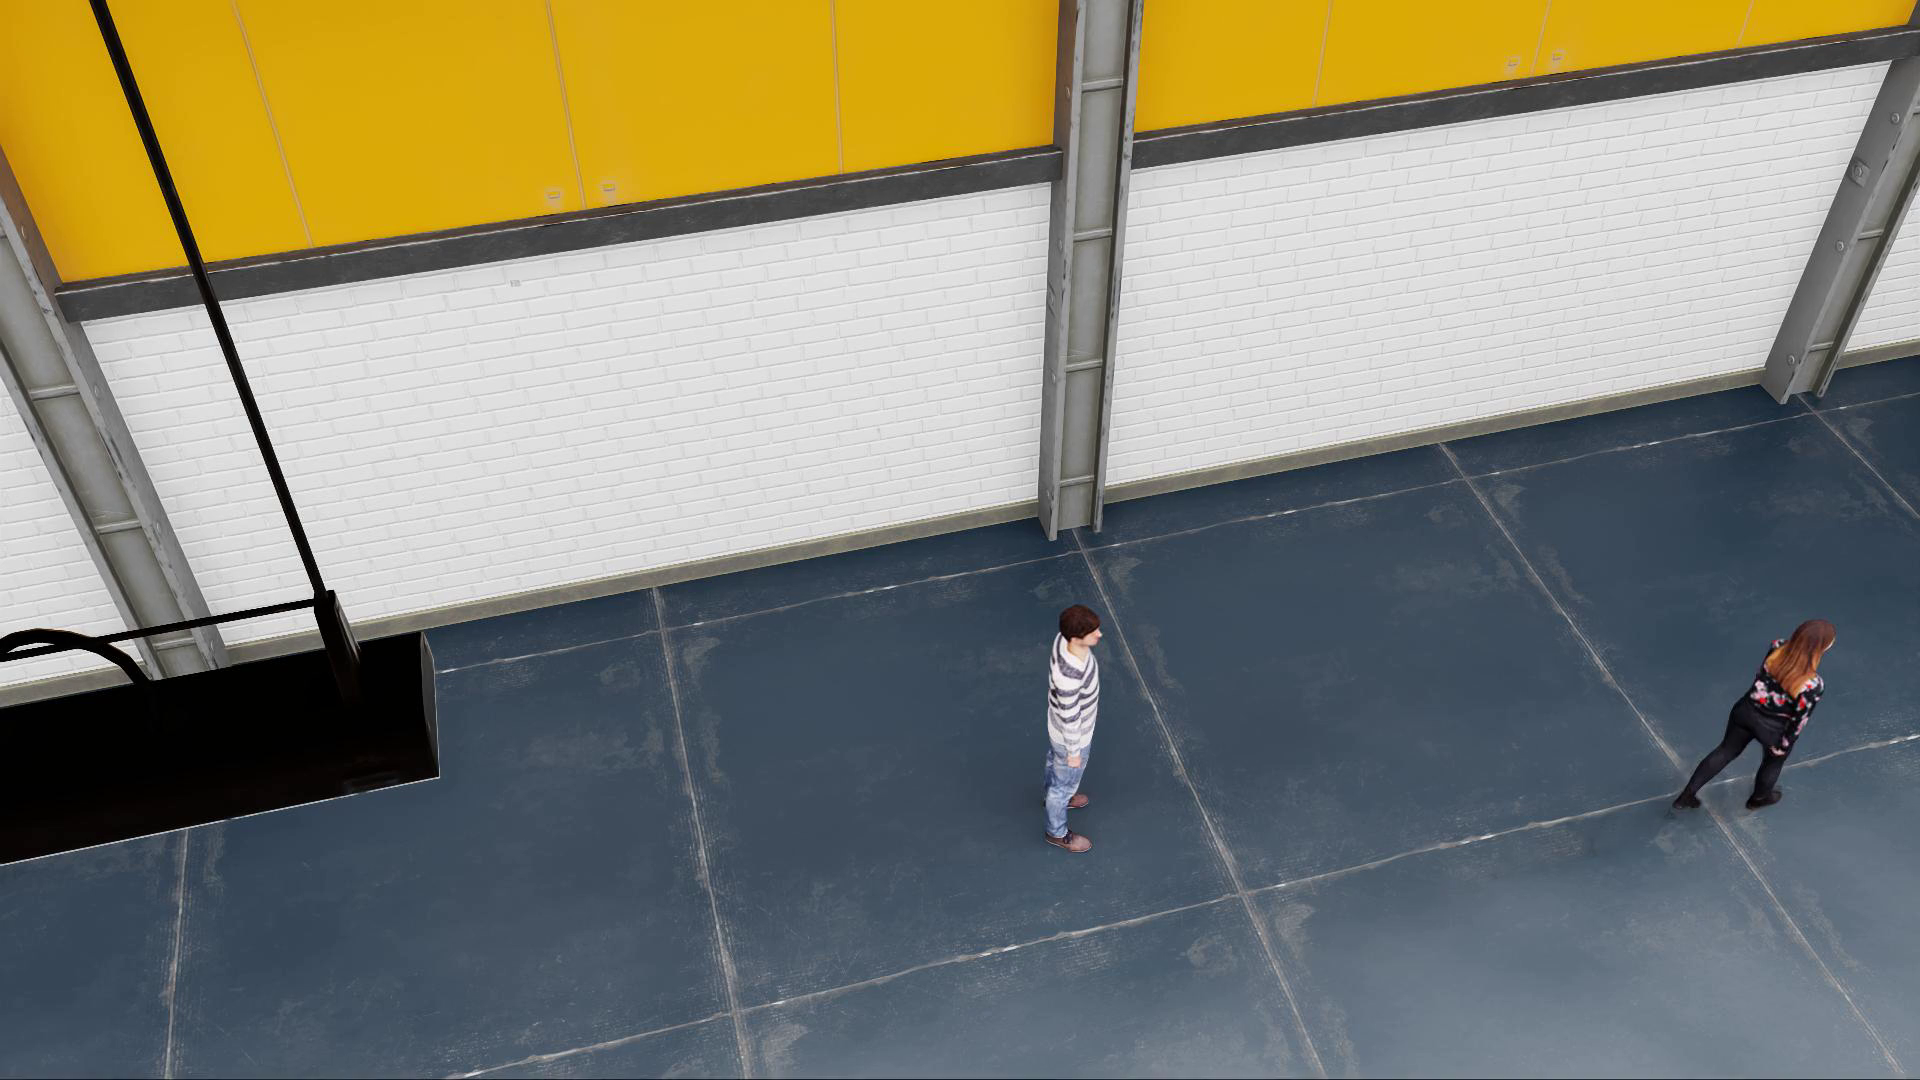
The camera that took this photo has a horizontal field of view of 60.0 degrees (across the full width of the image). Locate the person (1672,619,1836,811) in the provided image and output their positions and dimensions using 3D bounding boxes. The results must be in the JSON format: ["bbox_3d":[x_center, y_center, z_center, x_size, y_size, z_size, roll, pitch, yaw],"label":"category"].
[{"bbox_3d":[4.604,1.046,9.617,0.988,1.661,0.681,-18,46,-18],"label":"person"}]

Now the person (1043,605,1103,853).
[{"bbox_3d":[0.620,1.041,9.481,0.645,1.855,0.707,2,44,2],"label":"person"}]
